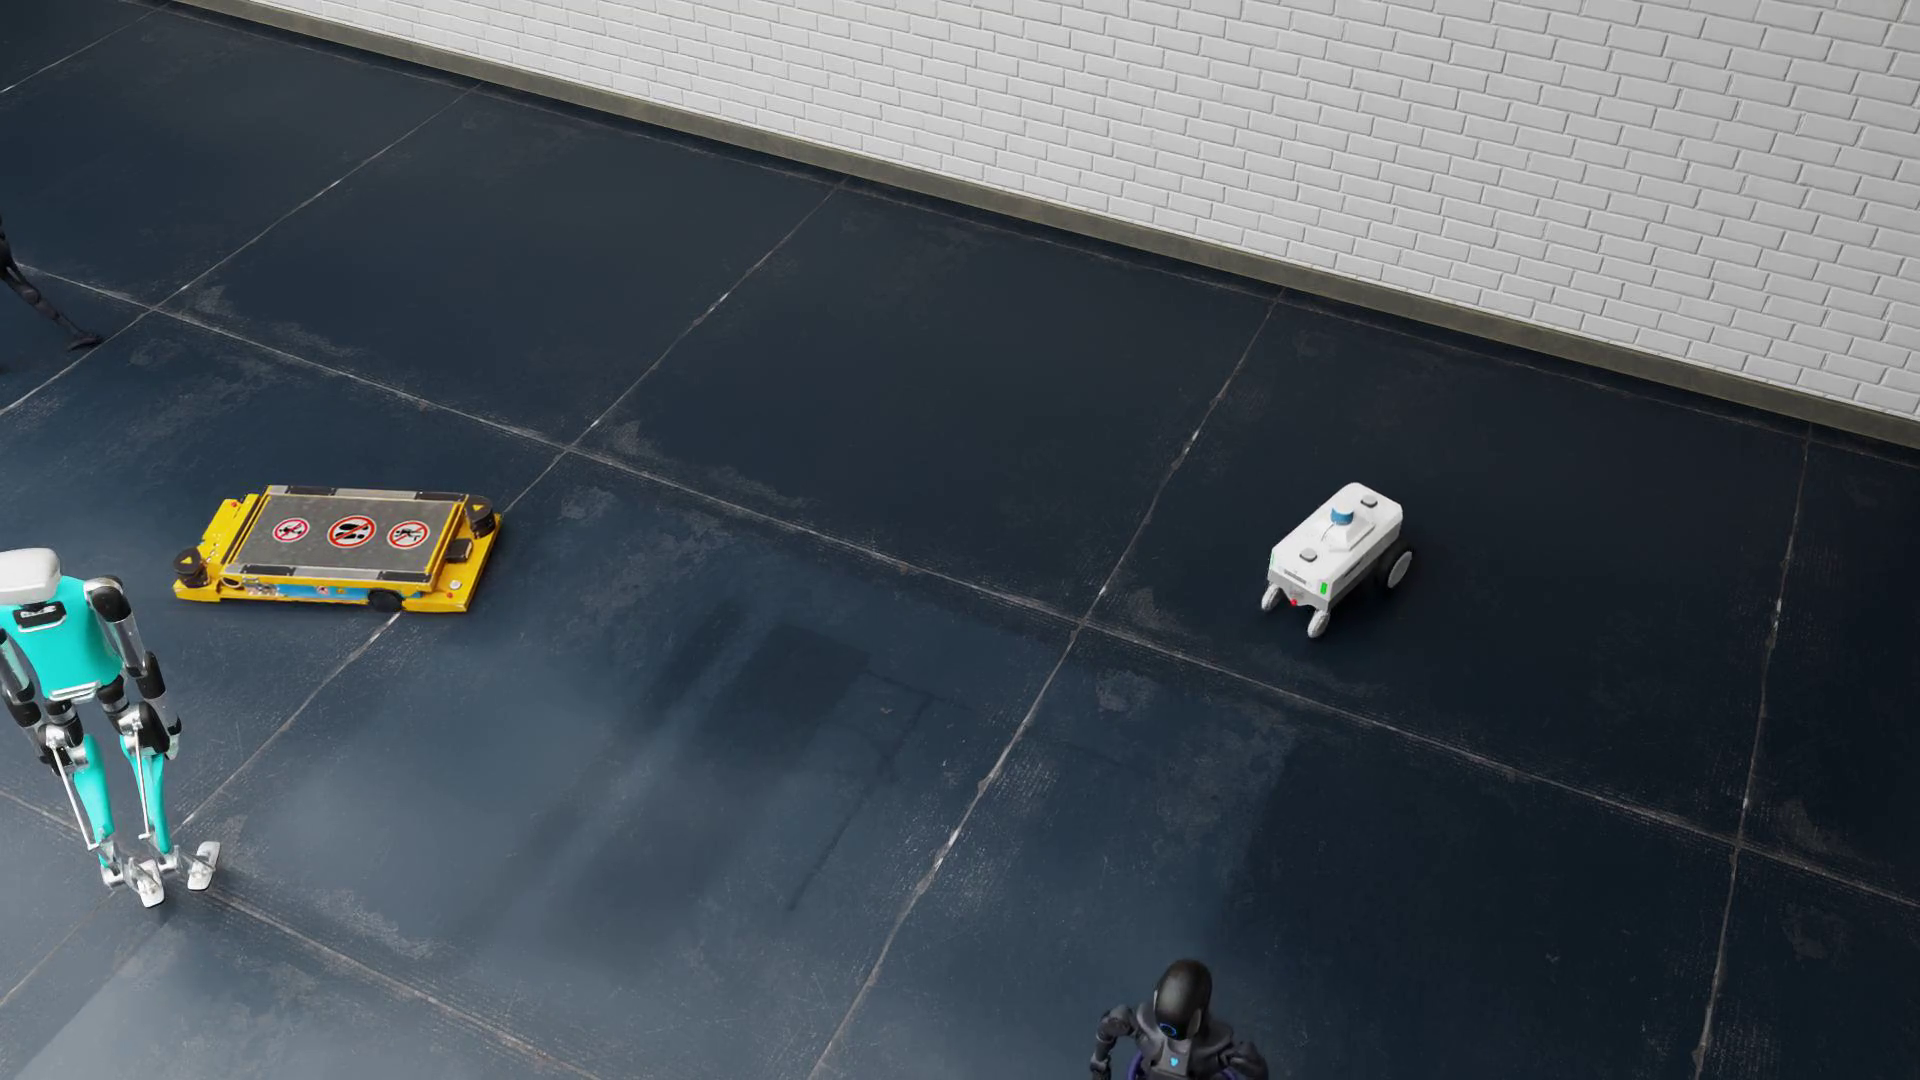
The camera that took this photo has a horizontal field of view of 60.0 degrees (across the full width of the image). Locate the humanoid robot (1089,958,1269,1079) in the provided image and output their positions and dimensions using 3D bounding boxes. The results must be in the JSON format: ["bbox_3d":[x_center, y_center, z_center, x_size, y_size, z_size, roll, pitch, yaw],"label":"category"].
[{"bbox_3d":[0.711,1.808,5.274,0.611,1.646,0.497,13,44,14],"label":"humanoid robot"}]

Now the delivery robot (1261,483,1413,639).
[{"bbox_3d":[1.806,0.058,7.990,0.499,0.604,0.808,32,52,30],"label":"delivery robot"}]

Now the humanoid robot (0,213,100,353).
[{"bbox_3d":[-5.349,-1.623,9.005,0.792,1.626,0.589,-10,44,-10],"label":"humanoid robot"}]

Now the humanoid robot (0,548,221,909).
[{"bbox_3d":[-3.191,0.832,6.179,0.533,1.677,0.735,-12,44,-13],"label":"humanoid robot"}]

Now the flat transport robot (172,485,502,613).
[{"bbox_3d":[-3.060,0.041,8.211,1.431,0.231,0.659,3,43,3],"label":"flat transport robot"}]
